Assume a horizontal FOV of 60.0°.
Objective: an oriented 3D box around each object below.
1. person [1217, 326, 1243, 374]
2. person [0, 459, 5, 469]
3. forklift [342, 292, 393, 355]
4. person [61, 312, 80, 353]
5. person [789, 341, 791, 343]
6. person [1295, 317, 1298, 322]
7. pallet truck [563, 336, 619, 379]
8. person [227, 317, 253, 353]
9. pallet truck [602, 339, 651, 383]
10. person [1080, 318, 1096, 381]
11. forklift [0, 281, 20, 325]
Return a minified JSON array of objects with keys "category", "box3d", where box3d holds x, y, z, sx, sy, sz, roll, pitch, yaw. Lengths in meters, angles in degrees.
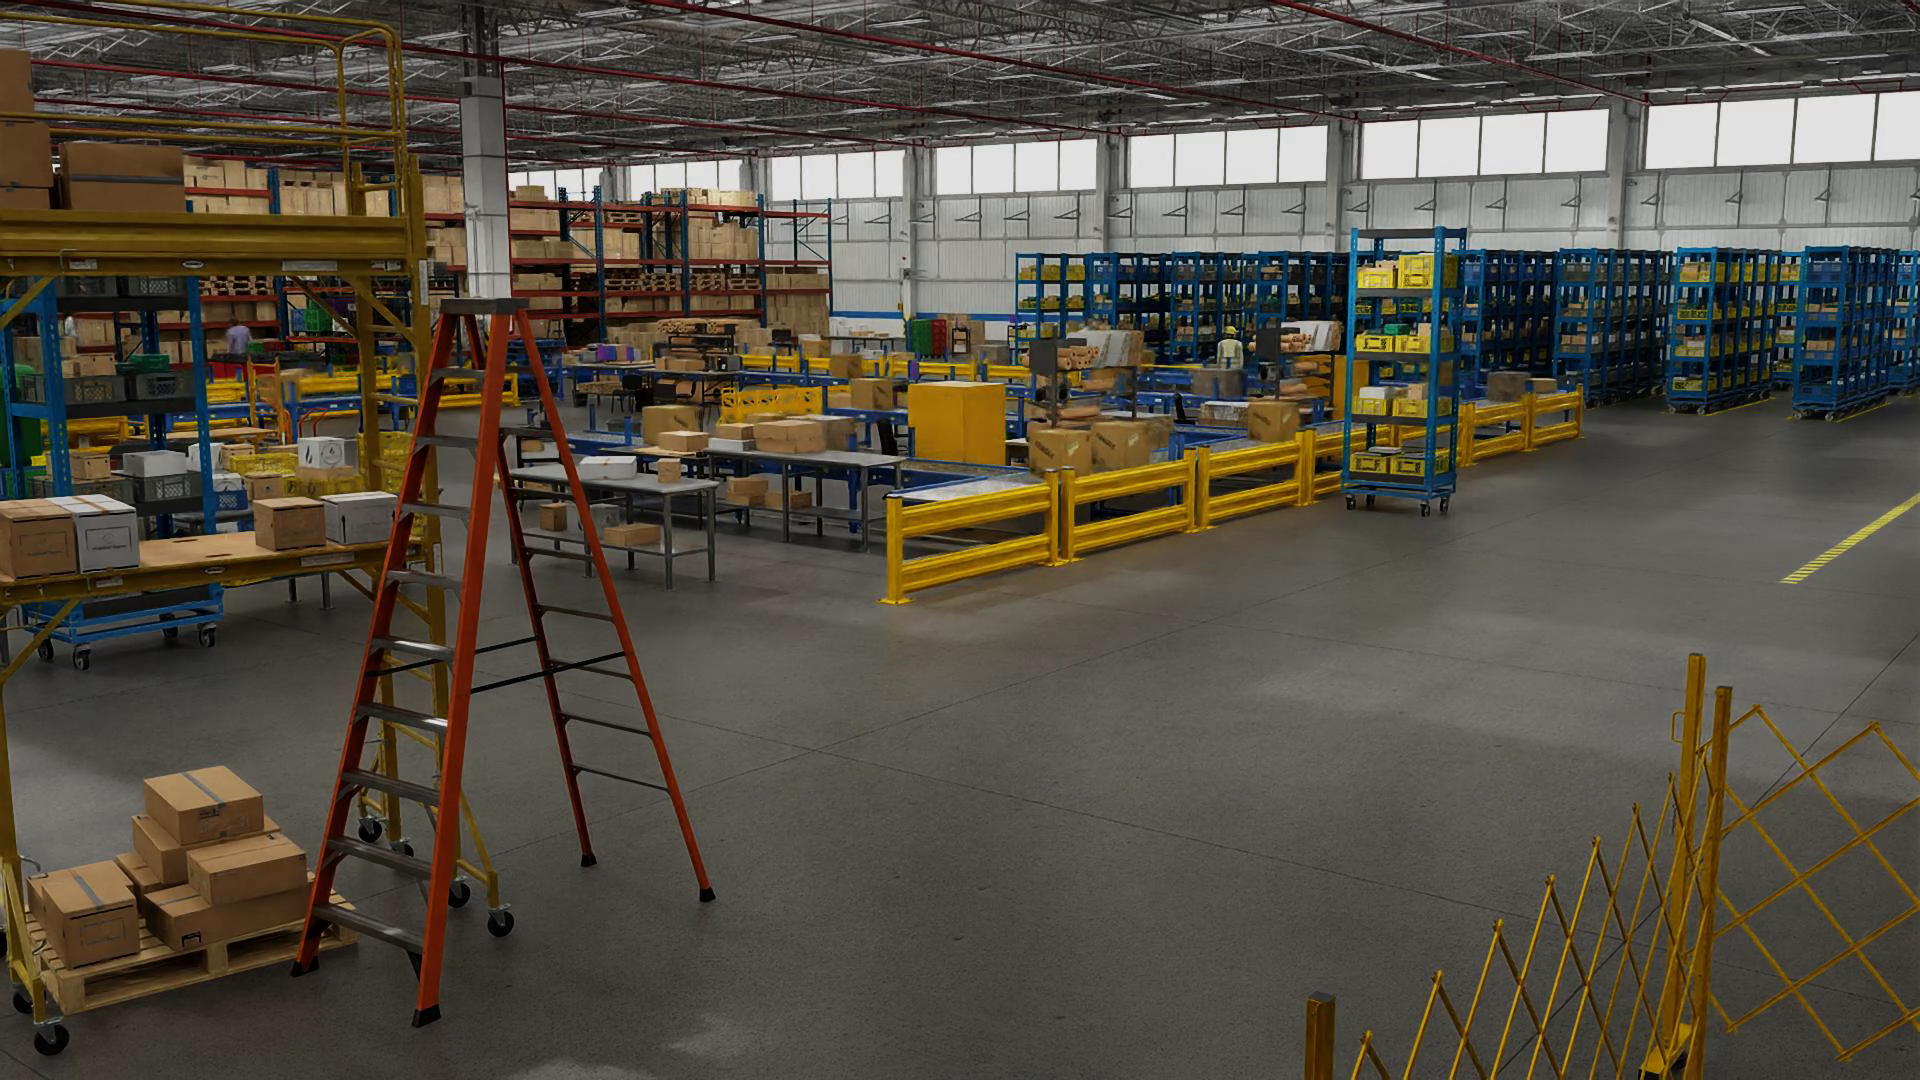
[{"category":"person","box3d":[6.169,-3.954,37.969,0.603,1.830,0.404,3,10,17]},{"category":"person","box3d":[-11.484,-0.904,19.306,0.534,1.709,0.952,1,9,6]},{"category":"forklift","box3d":[-16.485,-5.622,45.120,1.129,2.768,1.873,7,11,37]},{"category":"person","box3d":[-29.824,-6.800,55.499,0.893,1.896,0.557,-7,12,-39]},{"category":"person","box3d":[-7.155,-9.051,70.120,0.607,1.709,0.607,-4,10,-22]},{"category":"person","box3d":[10.280,-6.050,50.592,0.415,1.985,0.611,7,11,37]},{"category":"pallet truck","box3d":[-10.690,-5.294,48.215,1.601,1.201,0.680,-5,10,-26]},{"category":"person","box3d":[-19.069,-4.975,44.131,0.393,1.915,0.772,6,11,33]},{"category":"pallet truck","box3d":[-8.991,-4.871,45.351,0.653,1.274,1.630,7,11,37]},{"category":"person","box3d":[3.386,-4.856,43.408,0.676,1.891,0.495,-9,13,-44]},{"category":"forklift","box3d":[-25.993,-5.620,45.108,1.873,2.768,1.129,5,11,30]}]
